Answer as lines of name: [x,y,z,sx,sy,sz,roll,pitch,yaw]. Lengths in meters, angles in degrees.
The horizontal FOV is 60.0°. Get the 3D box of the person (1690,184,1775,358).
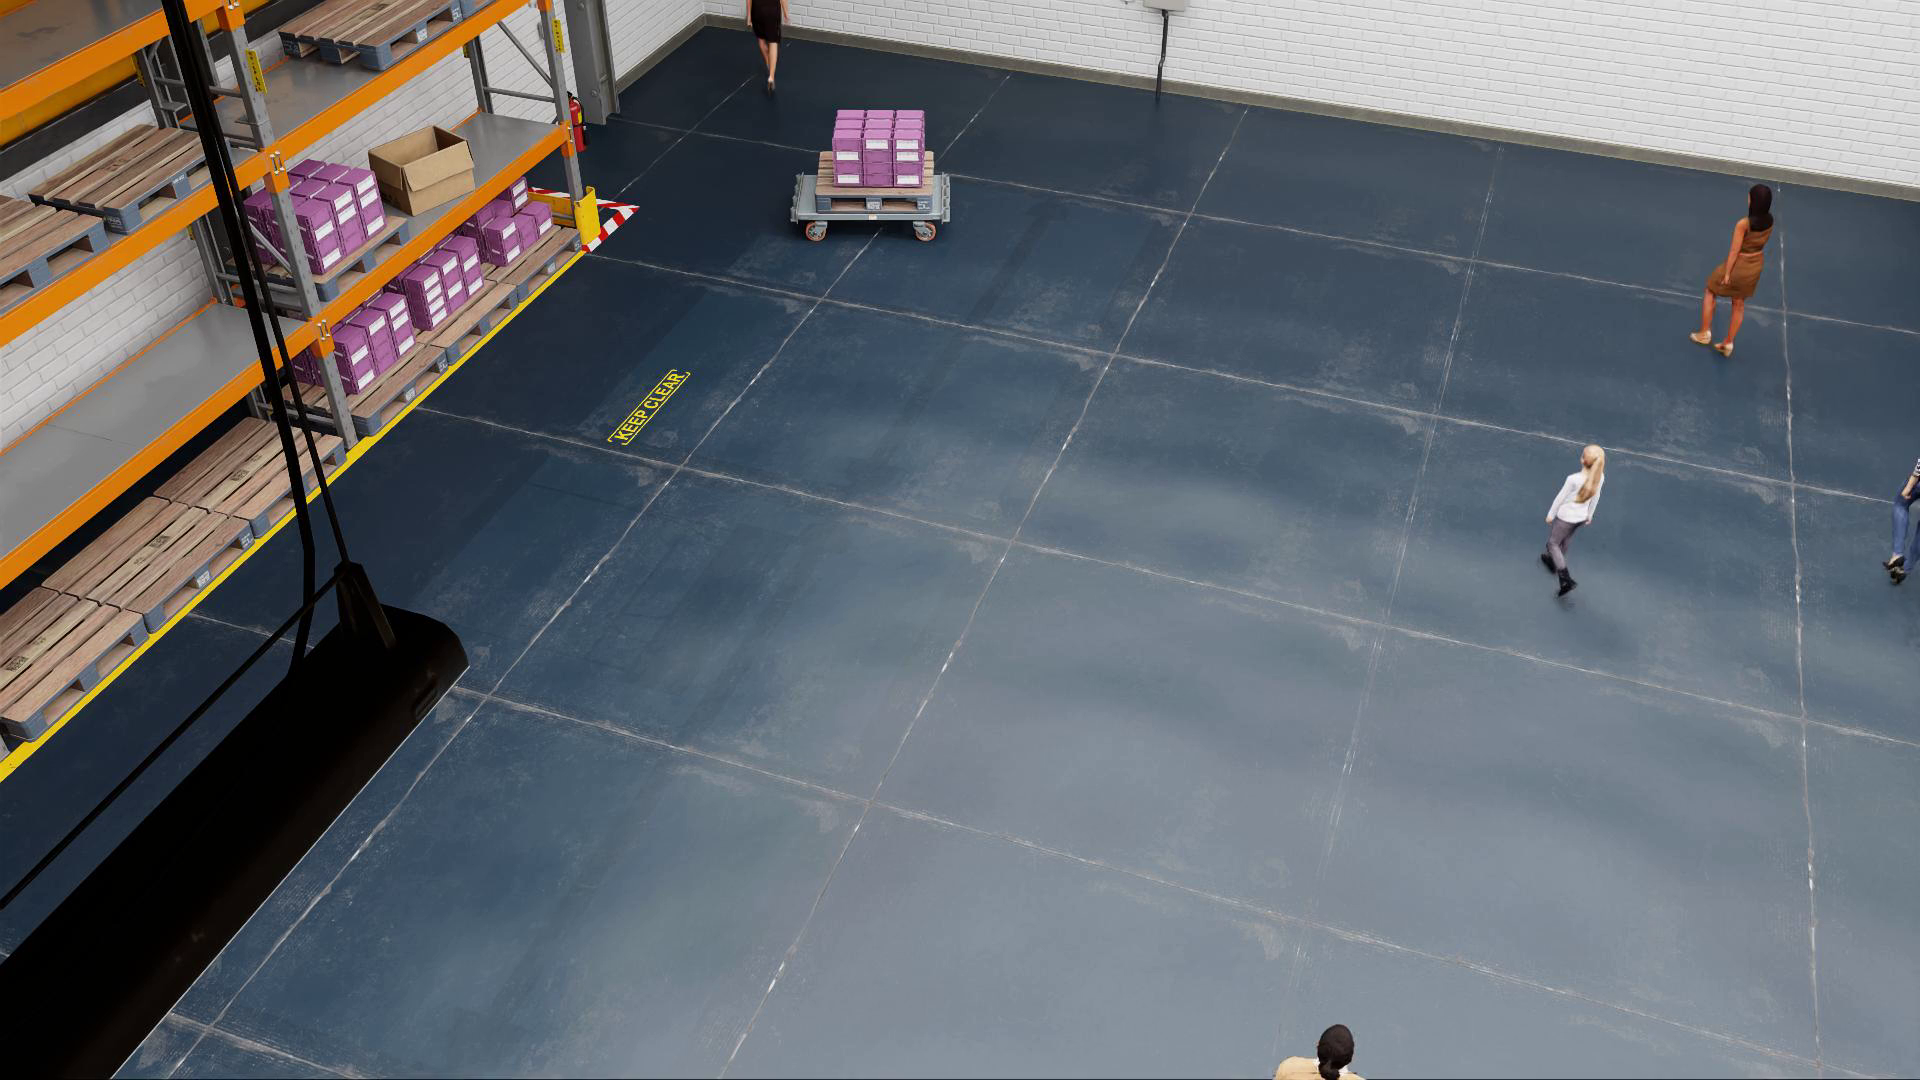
person: [7.158,-2.403,15.136,0.701,1.671,0.762,-13,40,-15]

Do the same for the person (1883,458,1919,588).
person: [7.331,-0.338,12.465,0.661,1.777,0.664,6,39,7]

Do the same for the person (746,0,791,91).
person: [-2.317,-6.225,19.886,0.912,1.715,1.176,0,39,0]

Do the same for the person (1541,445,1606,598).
person: [4.662,-0.151,12.641,0.779,1.266,0.878,-10,40,-13]

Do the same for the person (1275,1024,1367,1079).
person: [1.726,3.062,8.246,0.712,1.729,0.991,15,41,18]
